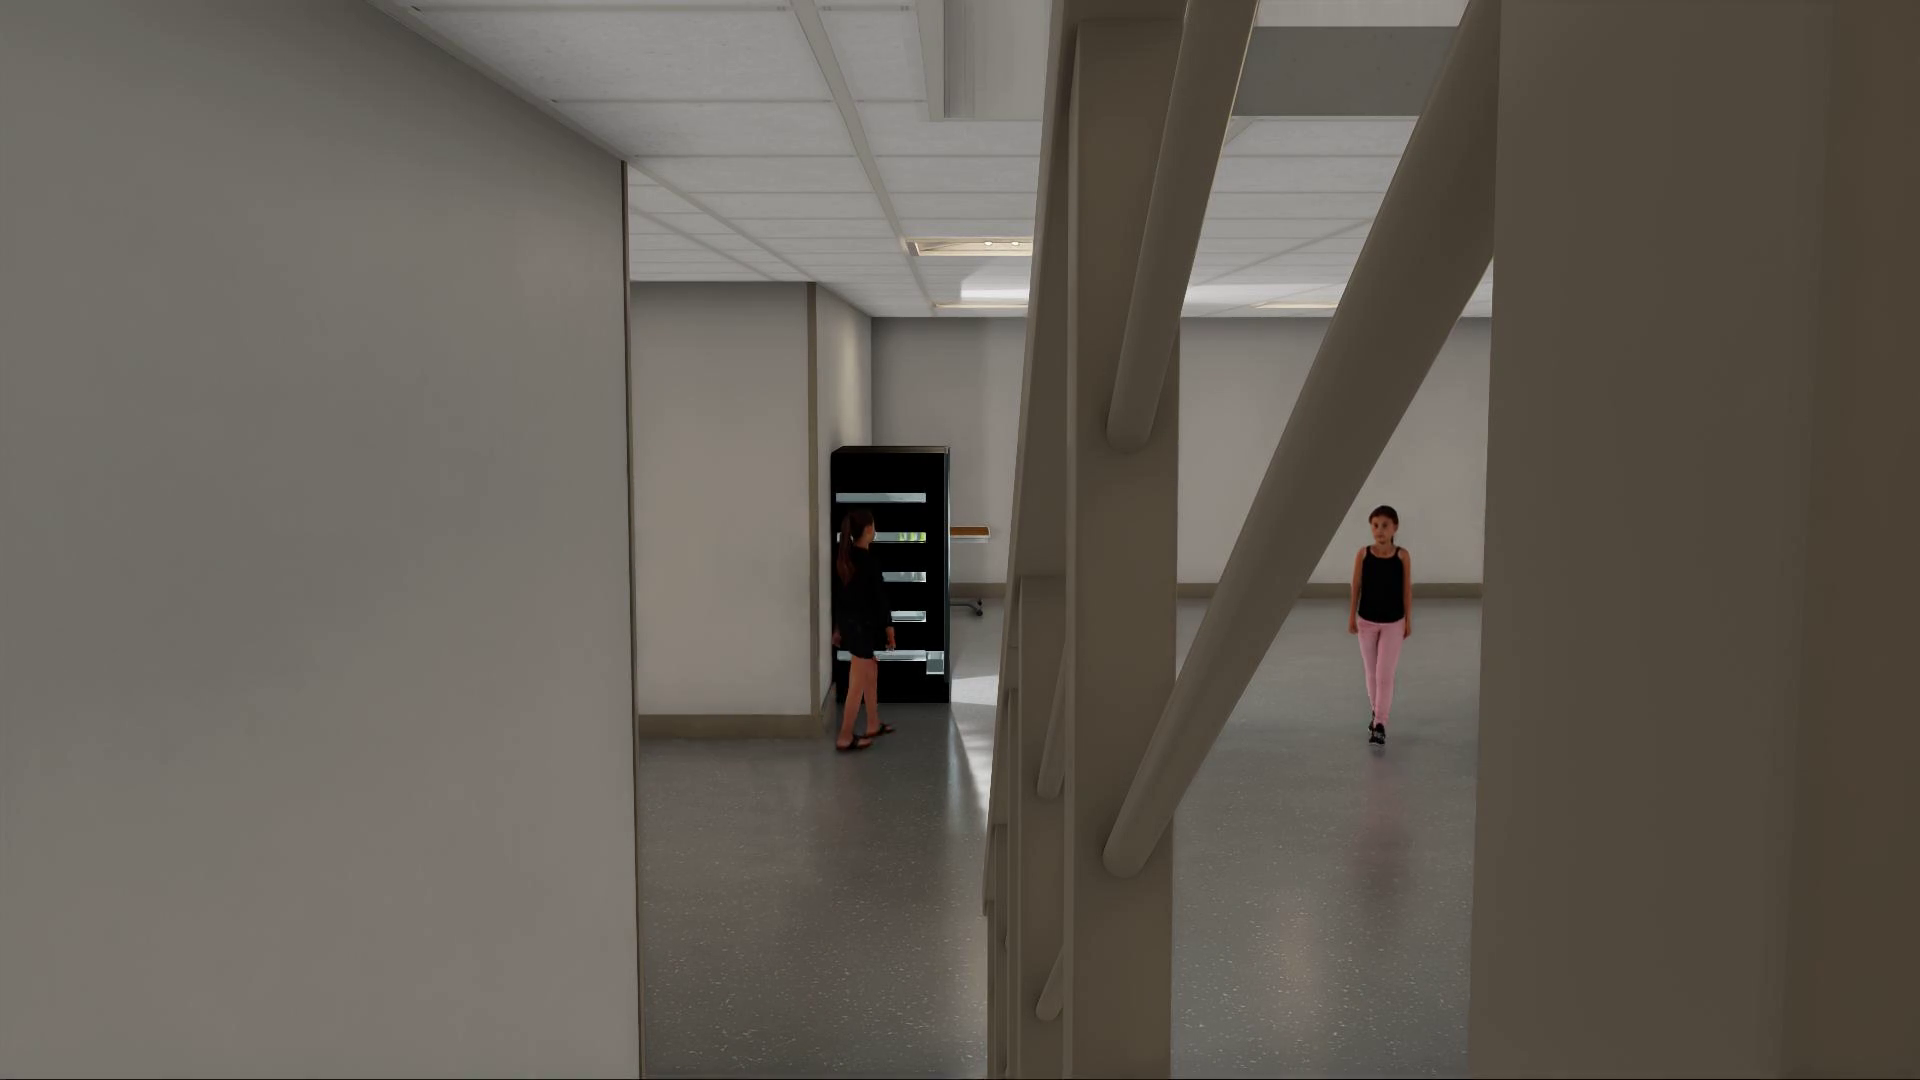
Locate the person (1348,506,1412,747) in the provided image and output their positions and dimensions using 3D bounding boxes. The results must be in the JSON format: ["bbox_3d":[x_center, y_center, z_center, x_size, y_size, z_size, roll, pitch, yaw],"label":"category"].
[{"bbox_3d":[2.747,0.559,10.829,0.802,1.525,1.096,3,6,24],"label":"person"}]

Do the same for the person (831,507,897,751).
[{"bbox_3d":[-0.702,0.576,10.624,0.891,1.533,0.831,-5,8,-43],"label":"person"}]
